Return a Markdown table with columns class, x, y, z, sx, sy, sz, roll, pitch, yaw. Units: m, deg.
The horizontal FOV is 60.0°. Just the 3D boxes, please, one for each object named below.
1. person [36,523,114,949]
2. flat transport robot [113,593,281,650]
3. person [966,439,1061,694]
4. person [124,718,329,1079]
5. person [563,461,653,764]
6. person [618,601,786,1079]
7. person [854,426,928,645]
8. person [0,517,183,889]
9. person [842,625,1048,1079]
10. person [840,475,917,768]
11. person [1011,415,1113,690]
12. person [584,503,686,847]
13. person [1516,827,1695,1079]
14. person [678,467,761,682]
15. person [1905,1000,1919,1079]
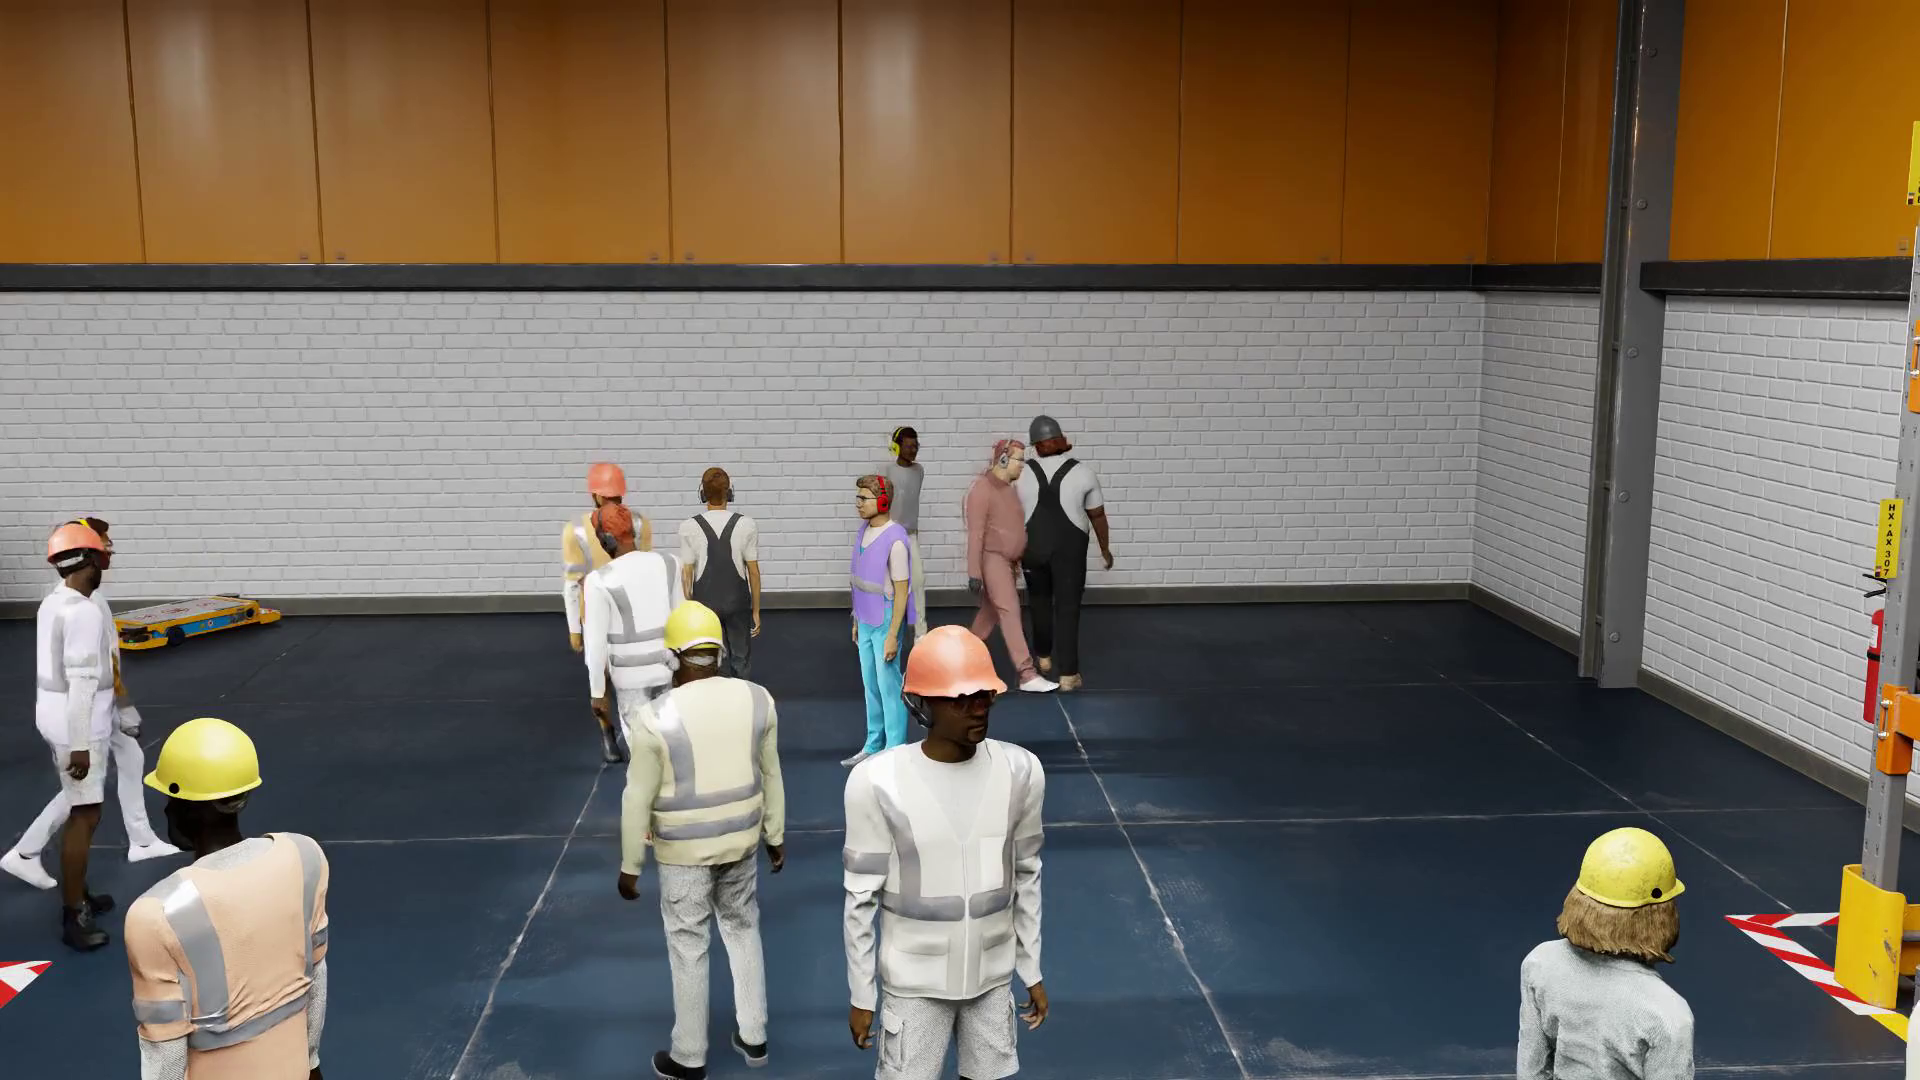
| class | x | y | z | sx | sy | sz | roll | pitch | yaw |
| --- | --- | --- | --- | --- | --- | --- | --- | --- | --- |
| person | -4.019 | 0.890 | 7.632 | 0.435 | 1.888 | 0.737 | -7 | 12 | -38 |
| flat transport robot | -6.543 | 0.674 | 14.021 | 0.652 | 0.197 | 1.431 | 5 | 10 | 27 |
| person | 0.343 | 0.173 | 12.278 | 0.982 | 1.841 | 0.657 | 5 | 10 | 30 |
| person | -1.870 | 1.398 | 4.286 | 0.357 | 1.930 | 0.588 | 4 | 10 | 22 |
| person | -2.118 | 0.470 | 10.160 | 0.568 | 1.909 | 0.698 | -4 | 10 | -22 |
| person | -0.968 | 1.136 | 6.279 | 0.640 | 1.820 | 0.414 | -7 | 11 | -37 |
| person | -0.547 | -0.044 | 13.717 | 0.533 | 1.821 | 0.978 | -8 | 12 | -41 |
| person | -4.393 | 0.807 | 8.322 | 0.876 | 1.850 | 0.512 | -7 | 12 | -39 |
| person | -0.030 | 1.252 | 4.833 | 0.615 | 2.047 | 0.357 | -3 | 10 | -19 |
| person | -0.476 | 0.521 | 10.062 | 0.389 | 1.843 | 0.567 | -5 | 10 | -28 |
| person | 0.758 | 0.041 | 12.462 | 0.762 | 2.000 | 0.962 | 2 | 9 | 10 |
| person | -1.670 | 0.719 | 8.768 | 0.661 | 1.858 | 0.409 | -9 | 13 | -44 |
| person | 1.559 | 1.536 | 4.004 | 0.296 | 1.745 | 0.485 | -5 | 10 | -30 |
| person | -1.504 | 0.460 | 10.463 | 0.504 | 1.840 | 0.345 | -1 | 9 | -9 |
| person | 2.241 | 1.528 | 3.407 | 0.617 | 1.944 | 0.806 | 2 | 9 | 14 |
